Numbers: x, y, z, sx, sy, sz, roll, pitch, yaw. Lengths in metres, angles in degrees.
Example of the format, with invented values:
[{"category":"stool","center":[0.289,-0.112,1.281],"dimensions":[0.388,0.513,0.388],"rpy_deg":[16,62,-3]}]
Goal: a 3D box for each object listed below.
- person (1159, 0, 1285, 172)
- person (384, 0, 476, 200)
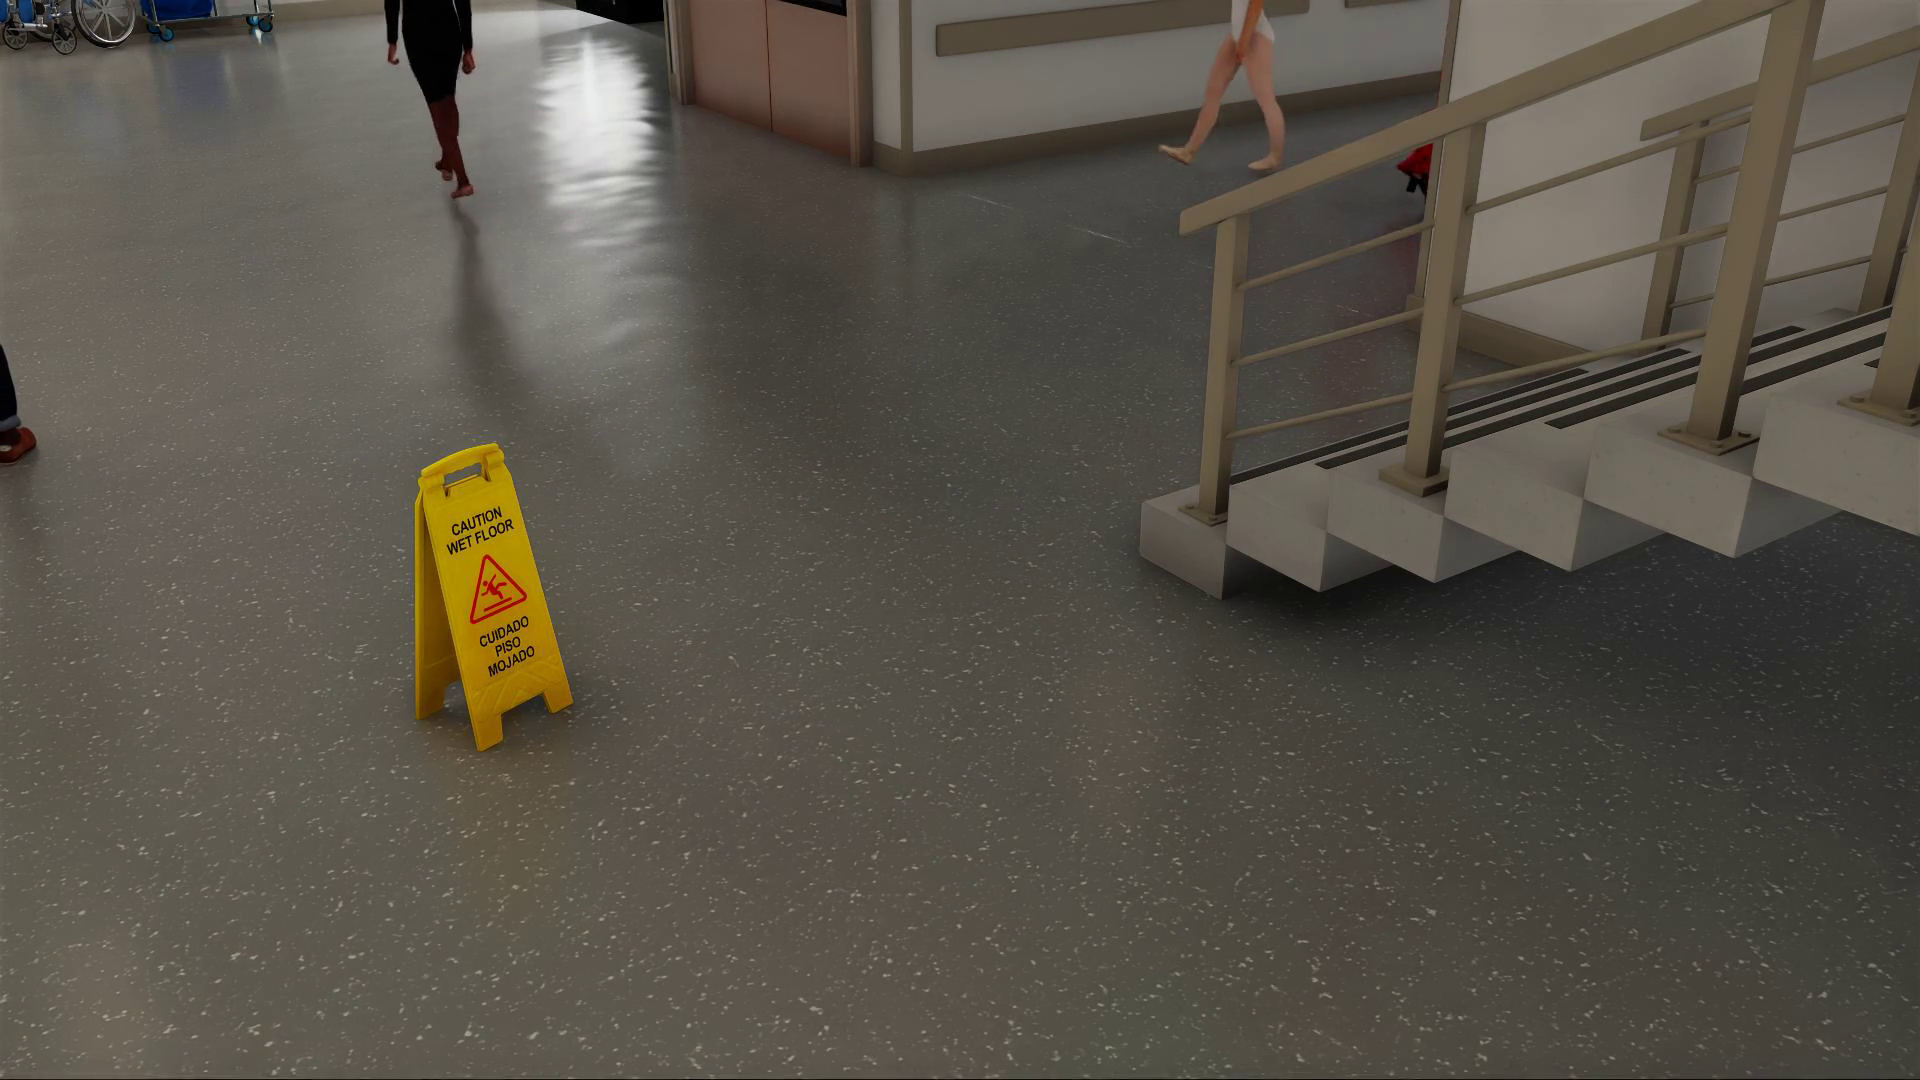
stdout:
[{"category":"person","center":[1.834,-3.016,10.085],"dimensions":[0.866,1.608,1.019],"rpy_deg":[-6,26,-13]},{"category":"person","center":[-2.981,-2.765,9.482],"dimensions":[0.654,1.679,1.179],"rpy_deg":[-15,29,-28]}]
